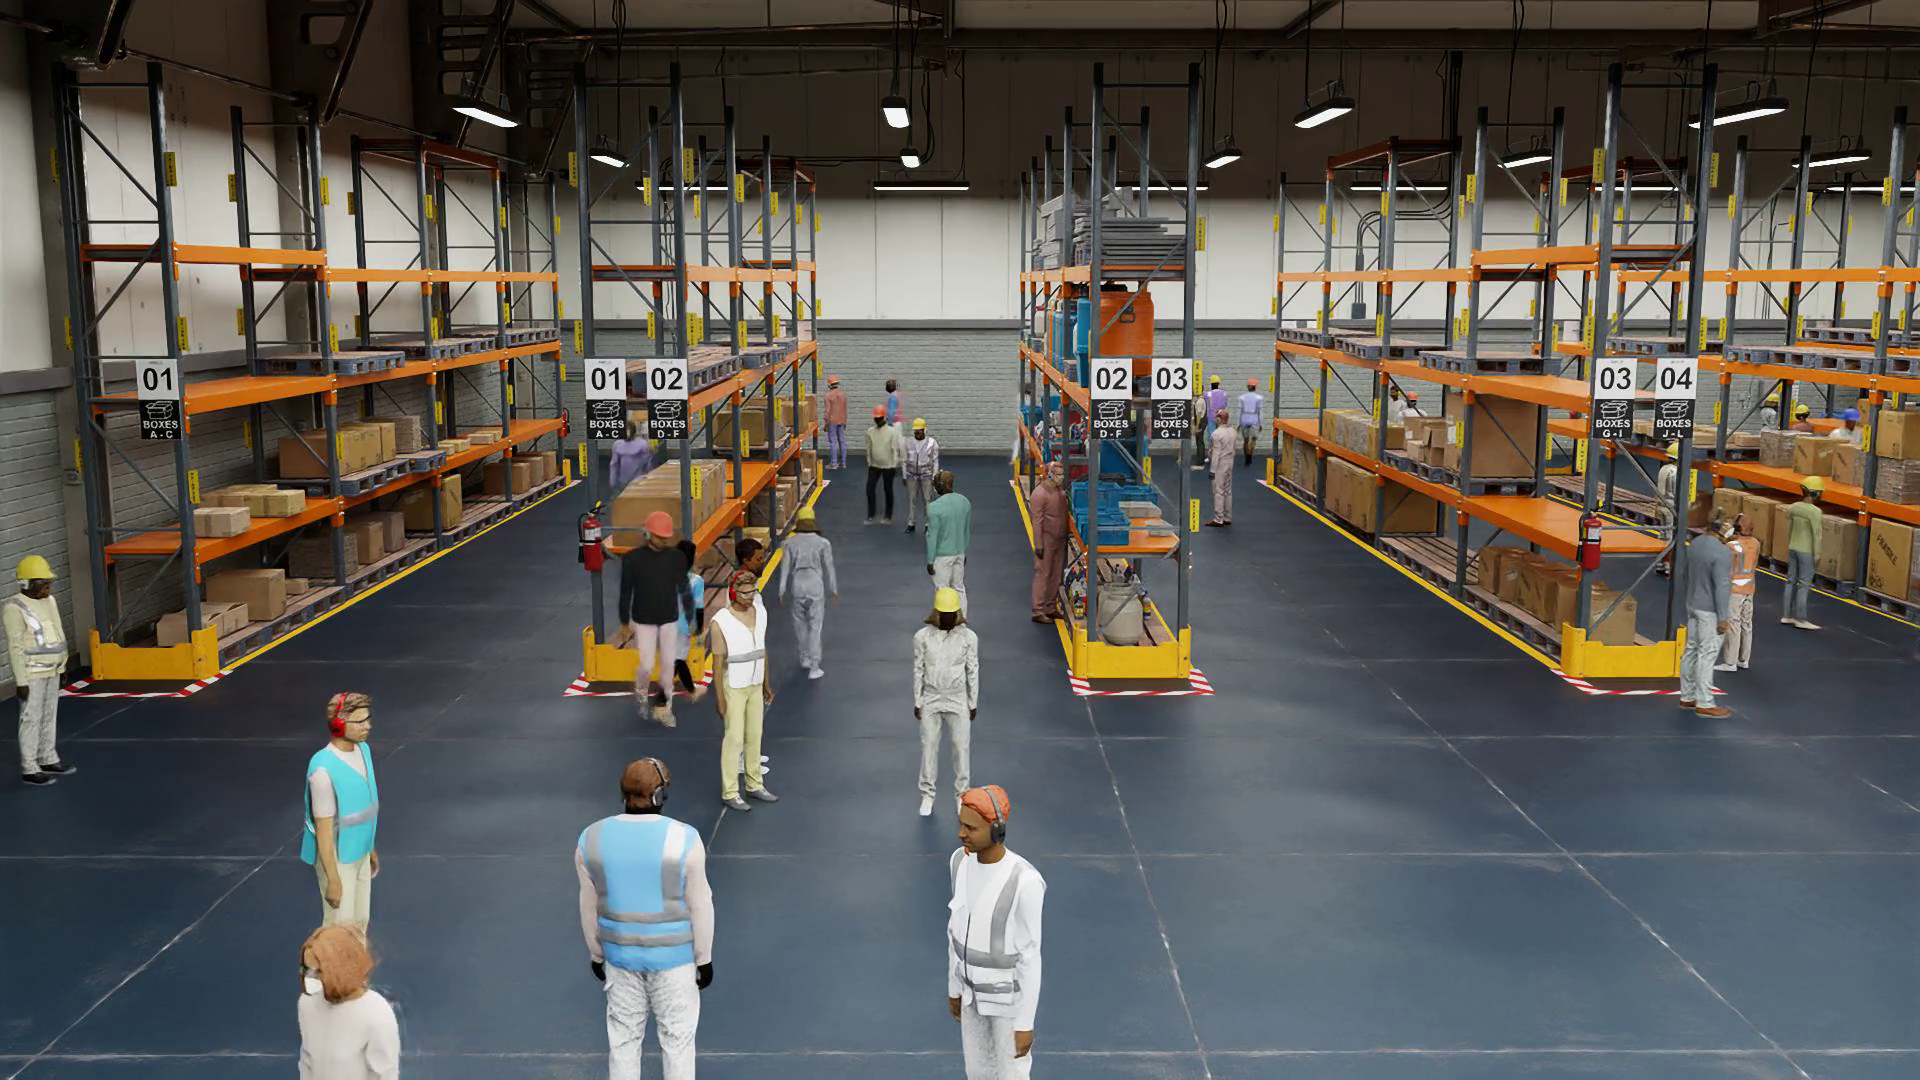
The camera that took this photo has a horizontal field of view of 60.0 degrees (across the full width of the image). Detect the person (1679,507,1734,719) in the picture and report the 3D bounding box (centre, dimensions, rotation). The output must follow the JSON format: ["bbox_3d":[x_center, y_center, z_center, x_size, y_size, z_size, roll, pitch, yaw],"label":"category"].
[{"bbox_3d":[6.861,0.656,15.267,0.374,1.934,0.628,-1,9,-4],"label":"person"}]

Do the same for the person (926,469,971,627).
[{"bbox_3d":[-0.140,0.184,18.332,0.377,1.929,0.634,8,12,43],"label":"person"}]

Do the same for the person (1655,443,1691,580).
[{"bbox_3d":[9.564,-0.388,22.289,0.404,1.836,0.600,0,9,1],"label":"person"}]

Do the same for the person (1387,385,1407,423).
[{"bbox_3d":[8.980,-2.266,34.320,0.328,1.861,0.513,-6,11,-35],"label":"person"}]

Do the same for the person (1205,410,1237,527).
[{"bbox_3d":[4.236,-1.170,27.098,0.408,1.906,0.653,7,11,38],"label":"person"}]

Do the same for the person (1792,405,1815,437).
[{"bbox_3d":[15.165,-1.553,30.014,0.523,1.769,0.323,-4,10,-24],"label":"person"}]

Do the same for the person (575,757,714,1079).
[{"bbox_3d":[-1.413,1.895,7.617,0.619,1.838,0.430,1,9,9],"label":"person"}]

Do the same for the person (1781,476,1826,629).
[{"bbox_3d":[9.735,0.139,19.138,0.329,1.765,0.533,-1,9,-7],"label":"person"}]

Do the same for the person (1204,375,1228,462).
[{"bbox_3d":[5.631,-2.679,36.732,0.586,1.930,0.357,-3,9,-19],"label":"person"}]

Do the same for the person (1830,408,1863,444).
[{"bbox_3d":[14.412,-1.180,27.049,0.630,1.933,0.427,0,9,2],"label":"person"}]

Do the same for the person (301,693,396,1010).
[{"bbox_3d":[-3.283,1.706,8.840,0.385,1.837,0.561,0,9,1],"label":"person"}]

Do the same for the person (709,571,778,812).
[{"bbox_3d":[-1.661,1.128,12.571,0.401,1.831,0.571,6,11,33],"label":"person"}]

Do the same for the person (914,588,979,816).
[{"bbox_3d":[-0.103,1.205,12.383,0.487,1.738,0.320,1,9,3],"label":"person"}]

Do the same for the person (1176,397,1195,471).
[{"bbox_3d":[4.799,-2.341,35.203,0.590,1.724,0.595,-8,12,-40],"label":"person"}]

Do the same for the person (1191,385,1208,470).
[{"bbox_3d":[5.073,-2.403,35.261,0.342,1.839,0.503,2,9,13],"label":"person"}]

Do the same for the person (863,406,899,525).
[{"bbox_3d":[-1.308,-1.196,27.081,0.617,1.970,0.748,4,10,22],"label":"person"}]

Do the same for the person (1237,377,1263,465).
[{"bbox_3d":[6.267,-2.563,35.998,0.552,1.919,0.537,3,9,19],"label":"person"}]

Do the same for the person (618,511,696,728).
[{"bbox_3d":[-2.711,0.703,14.855,0.649,1.962,0.496,-5,10,-29],"label":"person"}]

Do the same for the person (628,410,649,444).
[{"bbox_3d":[-7.058,-2.656,36.560,0.551,1.936,0.357,-6,11,-34],"label":"person"}]

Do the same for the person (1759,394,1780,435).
[{"bbox_3d":[16.334,-2.089,33.579,0.317,1.733,0.491,0,9,-2],"label":"person"}]

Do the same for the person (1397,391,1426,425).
[{"bbox_3d":[8.470,-1.828,31.284,0.547,1.929,0.385,0,9,3],"label":"person"}]

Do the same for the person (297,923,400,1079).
[{"bbox_3d":[-2.254,2.209,6.276,0.525,1.618,0.449,5,10,28],"label":"person"}]

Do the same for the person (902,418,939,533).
[{"bbox_3d":[-0.639,-1.020,26.373,0.597,1.832,0.404,2,9,11],"label":"person"}]

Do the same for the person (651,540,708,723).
[{"bbox_3d":[-2.589,0.820,15.259,0.543,1.613,1.006,5,10,28],"label":"person"}]

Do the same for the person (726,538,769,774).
[{"bbox_3d":[-1.754,0.933,13.538,0.371,1.916,0.597,-1,9,-6],"label":"person"}]

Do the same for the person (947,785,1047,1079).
[{"bbox_3d":[0.138,1.957,7.096,0.356,1.879,0.576,-7,11,-37],"label":"person"}]

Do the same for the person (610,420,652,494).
[{"bbox_3d":[-5.025,-0.889,25.373,0.645,1.886,1.050,3,9,21],"label":"person"}]

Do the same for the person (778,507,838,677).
[{"bbox_3d":[-1.543,0.514,16.956,0.580,1.685,0.862,0,9,1],"label":"person"}]

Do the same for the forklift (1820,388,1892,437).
[{"bbox_3d":[20.072,-3.110,36.462,1.873,2.768,1.129,0,9,0],"label":"forklift"}]

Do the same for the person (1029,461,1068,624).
[{"bbox_3d":[1.076,0.023,19.467,0.400,1.900,0.644,6,11,34],"label":"person"}]

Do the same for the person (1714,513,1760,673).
[{"bbox_3d":[7.941,0.537,16.976,0.514,1.641,0.308,-6,11,-34],"label":"person"}]

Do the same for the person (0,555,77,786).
[{"bbox_3d":[-7.317,1.025,13.218,0.404,1.831,0.598,0,9,0],"label":"person"}]

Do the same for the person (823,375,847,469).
[{"bbox_3d":[-2.665,-2.502,35.392,0.392,1.990,0.614,9,12,44],"label":"person"}]
